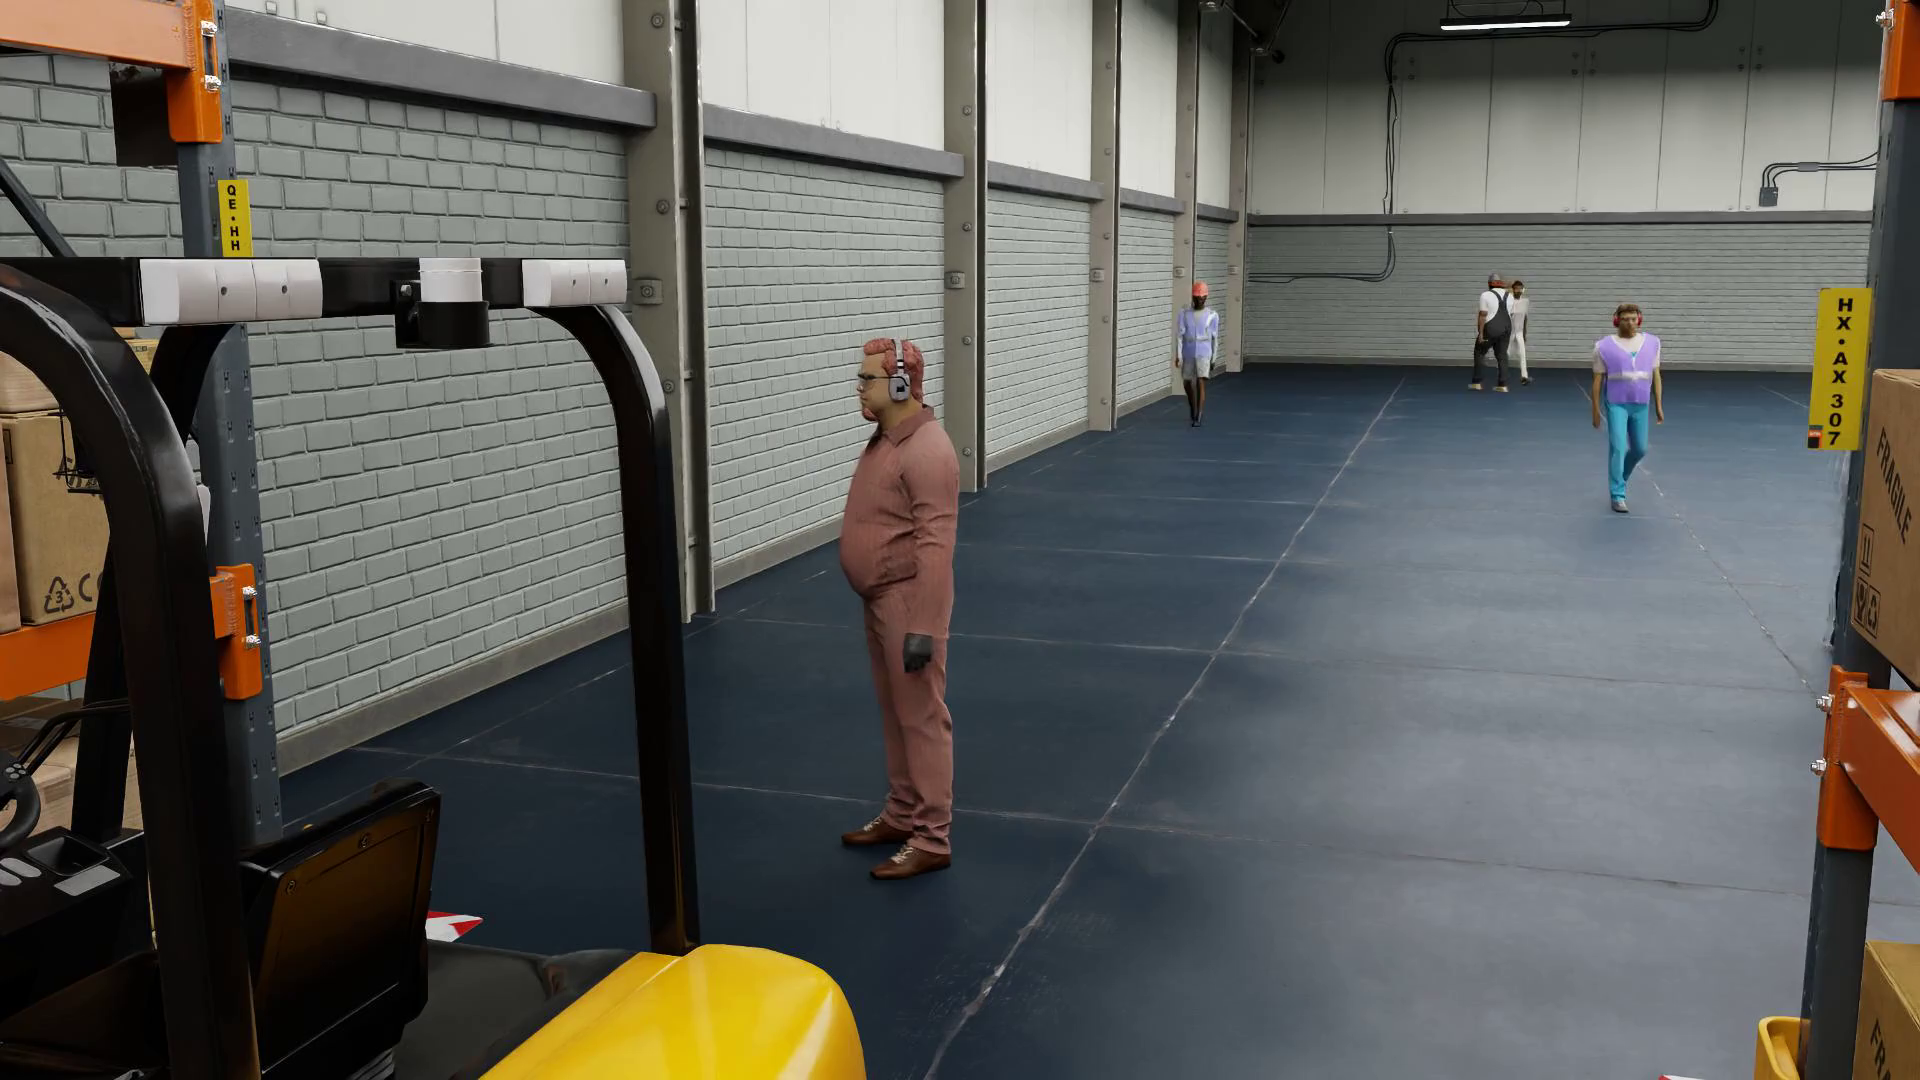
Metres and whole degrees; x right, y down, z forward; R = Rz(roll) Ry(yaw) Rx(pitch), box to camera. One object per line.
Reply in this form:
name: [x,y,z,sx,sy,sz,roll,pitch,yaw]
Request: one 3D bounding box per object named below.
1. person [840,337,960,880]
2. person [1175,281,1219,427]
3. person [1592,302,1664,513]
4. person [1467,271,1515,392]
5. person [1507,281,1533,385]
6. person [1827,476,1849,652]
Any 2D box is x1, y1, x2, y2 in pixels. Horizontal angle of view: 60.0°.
person: [-0.227,0.240,5.908,0.399,1.909,0.642,-3,10,-17]
person: [3.150,-2.471,22.044,0.548,1.918,0.810,3,10,17]
person: [5.850,-1.183,14.625,0.600,1.822,0.768,0,10,-1]
person: [8.878,-3.498,27.773,0.713,2.000,0.803,-3,10,-19]
person: [9.751,-3.616,29.138,0.548,1.811,0.970,-1,10,-6]
person: [5.061,-0.272,8.867,0.612,1.935,0.824,-4,10,-22]
